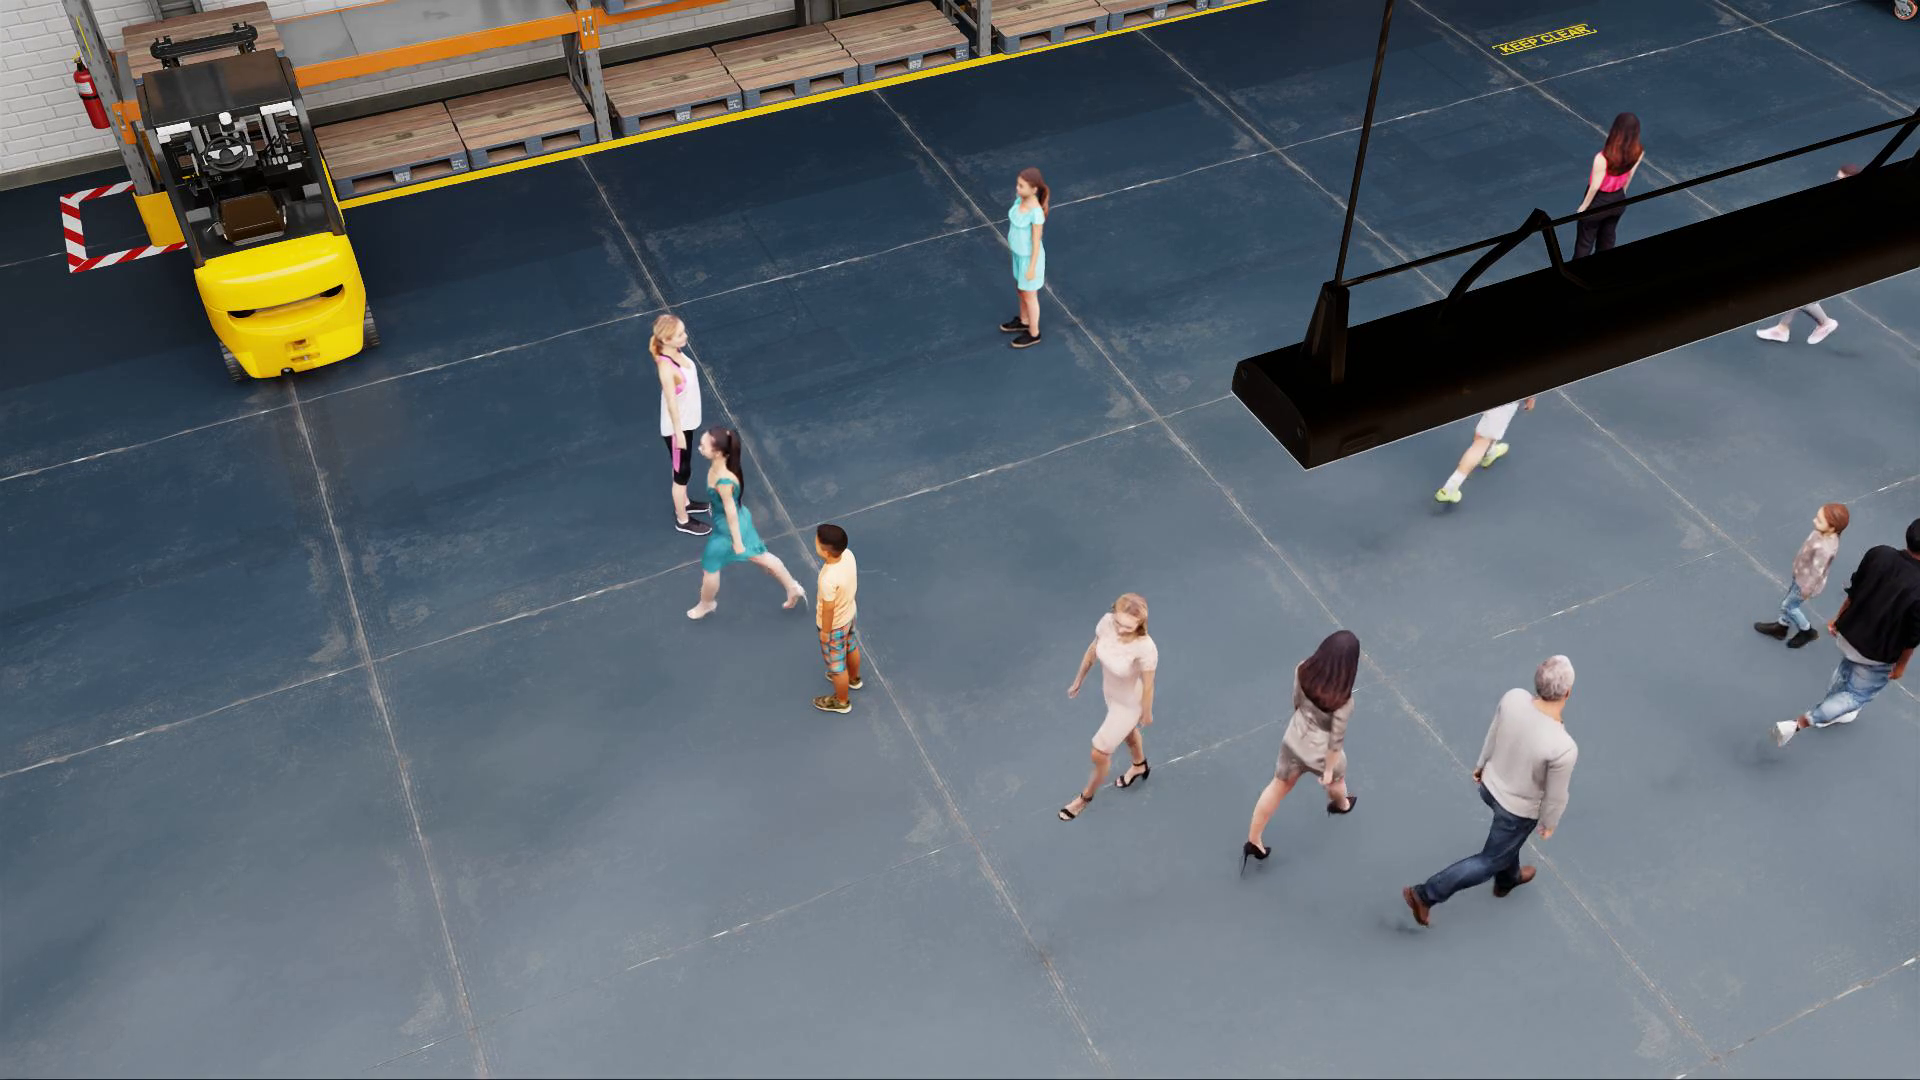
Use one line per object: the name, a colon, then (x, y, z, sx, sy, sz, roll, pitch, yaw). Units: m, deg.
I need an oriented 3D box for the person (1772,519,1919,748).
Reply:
person: (5.362, 0.596, 9.907, 1.065, 1.793, 0.803, -12, 45, -12)

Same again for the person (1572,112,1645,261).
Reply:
person: (5.209, -2.713, 13.478, 0.466, 1.659, 0.655, -16, 46, -16)

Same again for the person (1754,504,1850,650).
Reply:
person: (5.522, 0.241, 10.718, 0.706, 1.189, 0.650, 17, 46, 17)

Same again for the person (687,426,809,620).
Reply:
person: (-1.387, -0.080, 10.726, 1.107, 1.643, 0.813, -2, 44, -3)

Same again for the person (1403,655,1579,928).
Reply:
person: (2.919, 1.420, 8.992, 1.198, 1.862, 0.793, -10, 44, -10)

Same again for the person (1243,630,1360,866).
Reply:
person: (1.901, 1.211, 9.334, 1.148, 1.693, 0.755, -27, 50, -25)

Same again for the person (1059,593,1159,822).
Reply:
person: (1.021, 0.887, 9.598, 0.897, 1.798, 0.639, -18, 46, -18)

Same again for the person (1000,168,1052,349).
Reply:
person: (0.532, -2.231, 13.044, 0.563, 1.559, 0.564, -13, 45, -14)

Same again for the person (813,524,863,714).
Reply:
person: (-0.752, 0.471, 10.280, 0.652, 1.460, 0.598, 12, 45, 13)

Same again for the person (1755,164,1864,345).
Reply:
person: (6.757, -2.188, 12.968, 0.895, 1.602, 0.791, 4, 44, 5)

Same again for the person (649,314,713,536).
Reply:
person: (-1.929, -0.803, 11.381, 0.656, 1.786, 0.678, -2, 44, -2)
